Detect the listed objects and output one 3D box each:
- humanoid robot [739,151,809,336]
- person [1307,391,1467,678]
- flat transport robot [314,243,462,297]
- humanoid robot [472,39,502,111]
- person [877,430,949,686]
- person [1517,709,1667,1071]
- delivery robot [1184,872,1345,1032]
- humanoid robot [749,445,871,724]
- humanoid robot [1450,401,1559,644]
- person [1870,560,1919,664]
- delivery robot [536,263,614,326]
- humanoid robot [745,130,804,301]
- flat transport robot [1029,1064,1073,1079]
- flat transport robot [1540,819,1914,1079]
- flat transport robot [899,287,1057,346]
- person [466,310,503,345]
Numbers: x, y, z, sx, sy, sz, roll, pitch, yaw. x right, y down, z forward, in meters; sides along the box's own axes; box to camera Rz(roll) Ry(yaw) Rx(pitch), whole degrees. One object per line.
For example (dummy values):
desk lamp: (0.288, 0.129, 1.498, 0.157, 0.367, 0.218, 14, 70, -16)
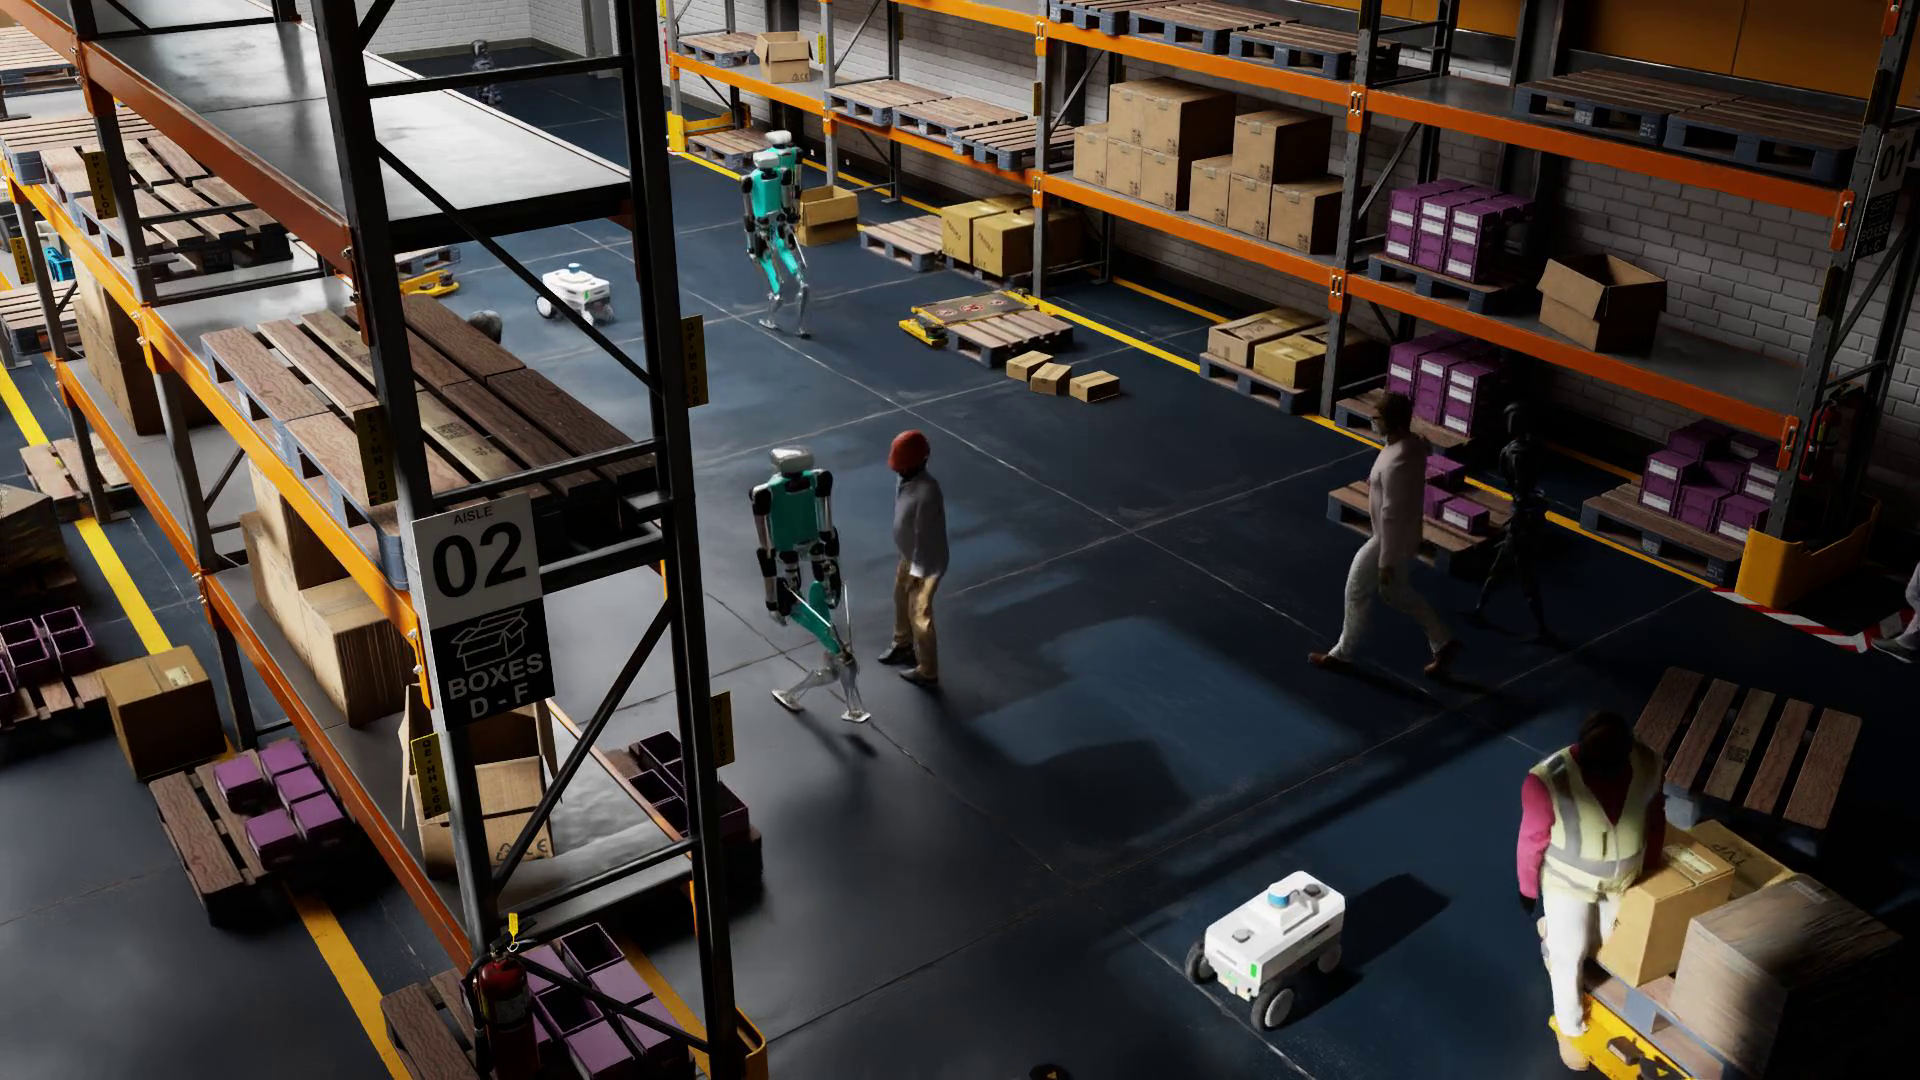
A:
humanoid robot: (-1.691, -2.769, 15.881, 0.548, 1.781, 0.873, -17, 31, -30)
person: (2.702, 0.008, 10.167, 0.876, 1.902, 0.647, 11, 29, 21)
flat transport robot: (-6.008, -2.749, 17.455, 1.431, 0.231, 0.659, 16, 31, 29)
humanoid robot: (-6.200, -5.707, 21.764, 0.345, 1.649, 0.596, -17, 32, -31)
person: (-0.279, 0.086, 10.208, 0.382, 1.712, 0.577, -8, 28, -15)
person: (2.743, 1.450, 7.403, 0.665, 1.806, 0.663, -4, 27, -8)
delivery robot: (1.476, 1.912, 7.888, 0.817, 0.614, 0.499, -21, 33, -35)
humanoid robot: (-0.778, 0.382, 9.669, 0.537, 1.750, 0.981, -20, 33, -34)
humanoid robot: (3.593, -0.107, 10.662, 0.711, 1.636, 0.602, 9, 28, 18)
person: (6.127, -0.021, 10.179, 0.542, 1.925, 0.791, -16, 31, -28)
delivery robot: (-3.814, -2.457, 16.539, 0.769, 0.580, 0.499, 19, 33, 33)
humanoid robot: (-1.933, -3.260, 16.916, 0.545, 1.864, 0.659, -24, 35, -39)
flat transport robot: (0.025, 2.659, 6.699, 1.431, 0.231, 0.659, -18, 32, -32)
flat transport robot: (3.500, 2.166, 7.678, 1.431, 0.231, 0.659, -13, 29, -24)
flat transport robot: (0.181, -2.195, 16.354, 1.431, 0.231, 0.659, -15, 30, -27)
person: (-3.239, -0.721, 11.666, 0.521, 1.845, 0.324, 8, 28, 16)
